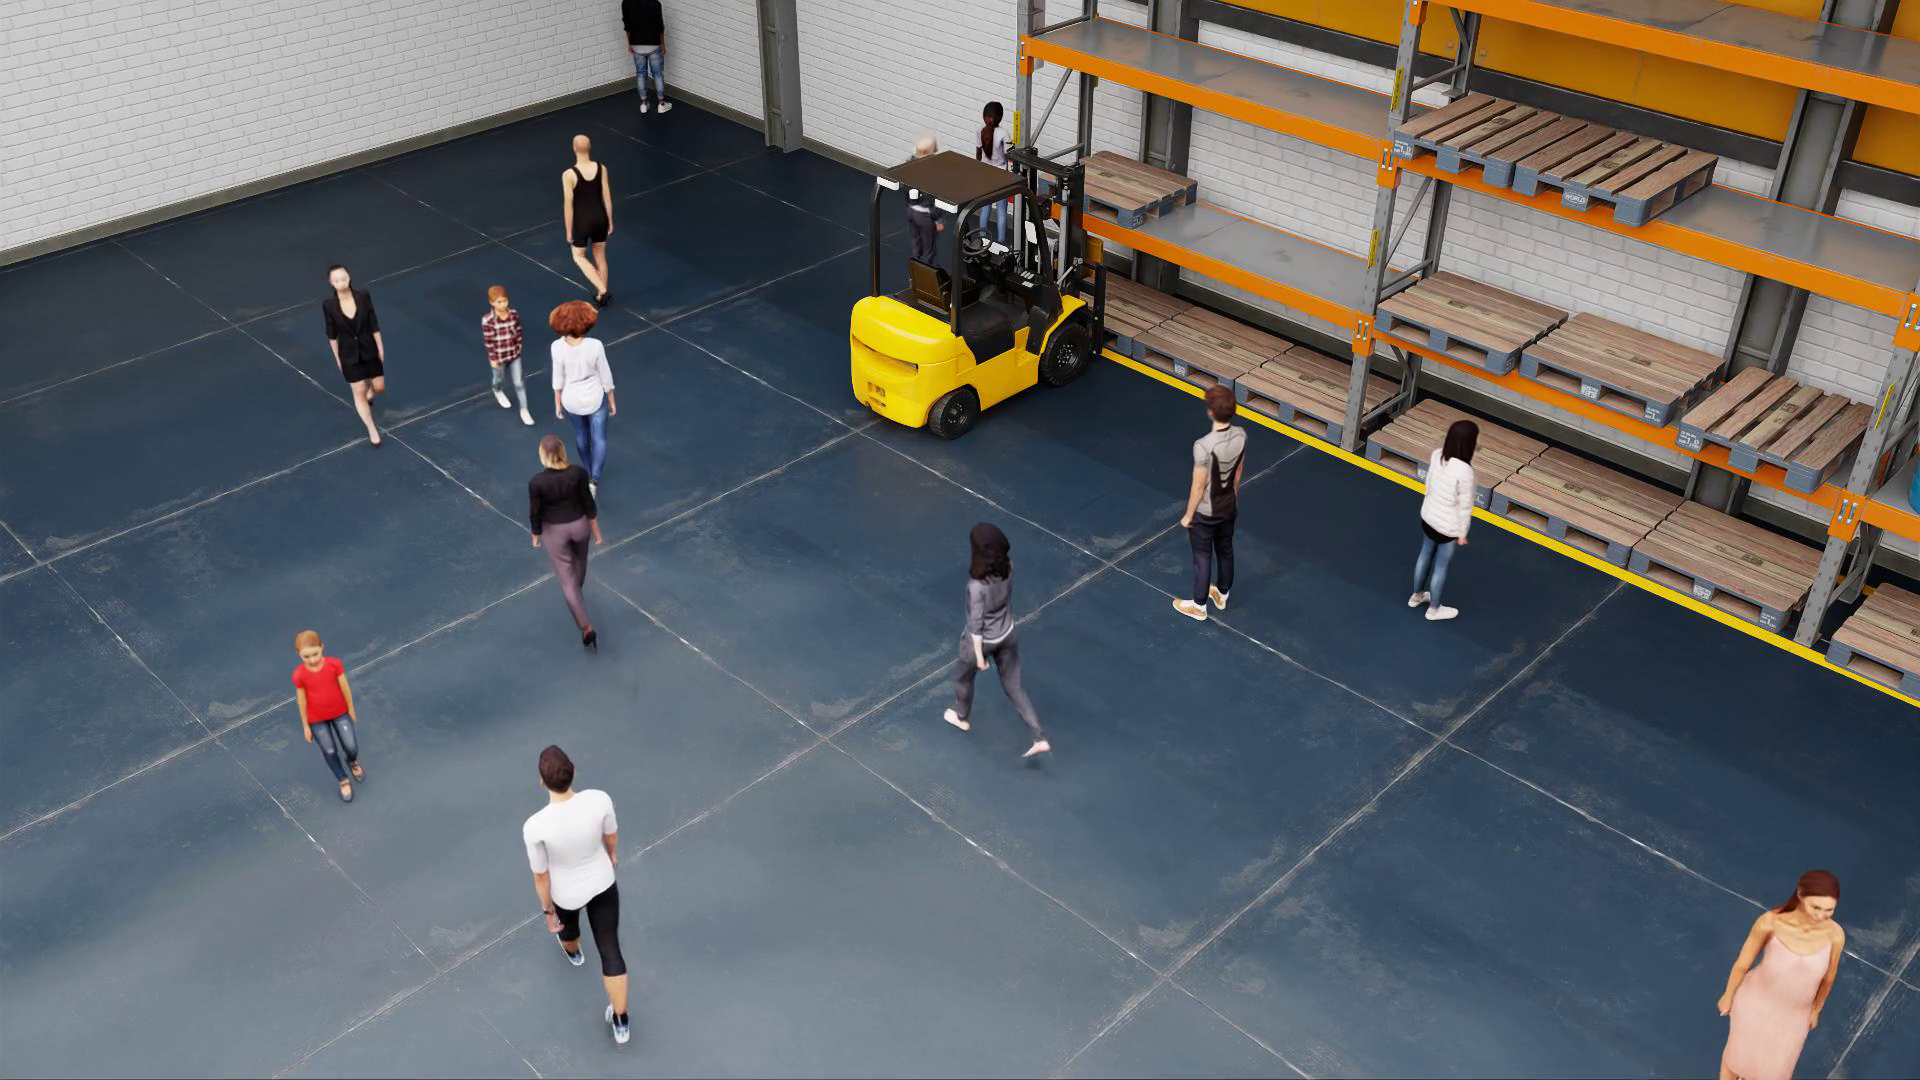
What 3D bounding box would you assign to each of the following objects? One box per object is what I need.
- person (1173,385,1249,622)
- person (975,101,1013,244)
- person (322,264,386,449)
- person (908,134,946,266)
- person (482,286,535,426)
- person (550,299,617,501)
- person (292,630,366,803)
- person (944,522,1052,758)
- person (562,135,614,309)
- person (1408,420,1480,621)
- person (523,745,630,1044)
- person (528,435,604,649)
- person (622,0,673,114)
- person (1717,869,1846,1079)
[{"bbox_3d":[1.862,-0.262,12.166,0.691,1.888,0.624,-20,39,-28],"label":"person"},{"bbox_3d":[0.362,-3.824,17.678,0.557,1.719,0.701,17,37,24],"label":"person"},{"bbox_3d":[-5.222,-1.624,14.397,0.729,1.687,0.887,-17,37,-24],"label":"person"},{"bbox_3d":[-0.378,-3.366,16.998,0.619,1.709,0.771,28,43,35],"label":"person"},{"bbox_3d":[-4.097,-1.692,14.867,0.636,1.279,0.939,-21,39,-28],"label":"person"},{"bbox_3d":[-3.089,-1.114,13.627,1.041,1.690,1.086,0,34,-1],"label":"person"},{"bbox_3d":[-4.067,1.087,10.671,0.559,1.297,0.613,-15,36,-21],"label":"person"},{"bbox_3d":[0.275,0.694,10.877,0.616,1.724,1.116,-27,42,-34],"label":"person"},{"bbox_3d":[-3.639,-3.110,16.524,0.702,1.807,0.776,-24,41,-32],"label":"person"},{"bbox_3d":[3.566,-0.160,12.239,0.746,1.637,0.609,-14,36,-20],"label":"person"},{"bbox_3d":[-1.996,1.926,8.947,0.916,1.809,1.292,-16,37,-22],"label":"person"},{"bbox_3d":[-2.789,0.047,11.937,0.773,1.626,1.104,-19,38,-27],"label":"person"},{"bbox_3d":[-4.076,-6.454,21.549,0.749,1.814,0.850,6,34,8],"label":"person"},{"bbox_3d":[4.103,2.283,8.401,0.742,1.817,0.815,11,35,16],"label":"person"}]
